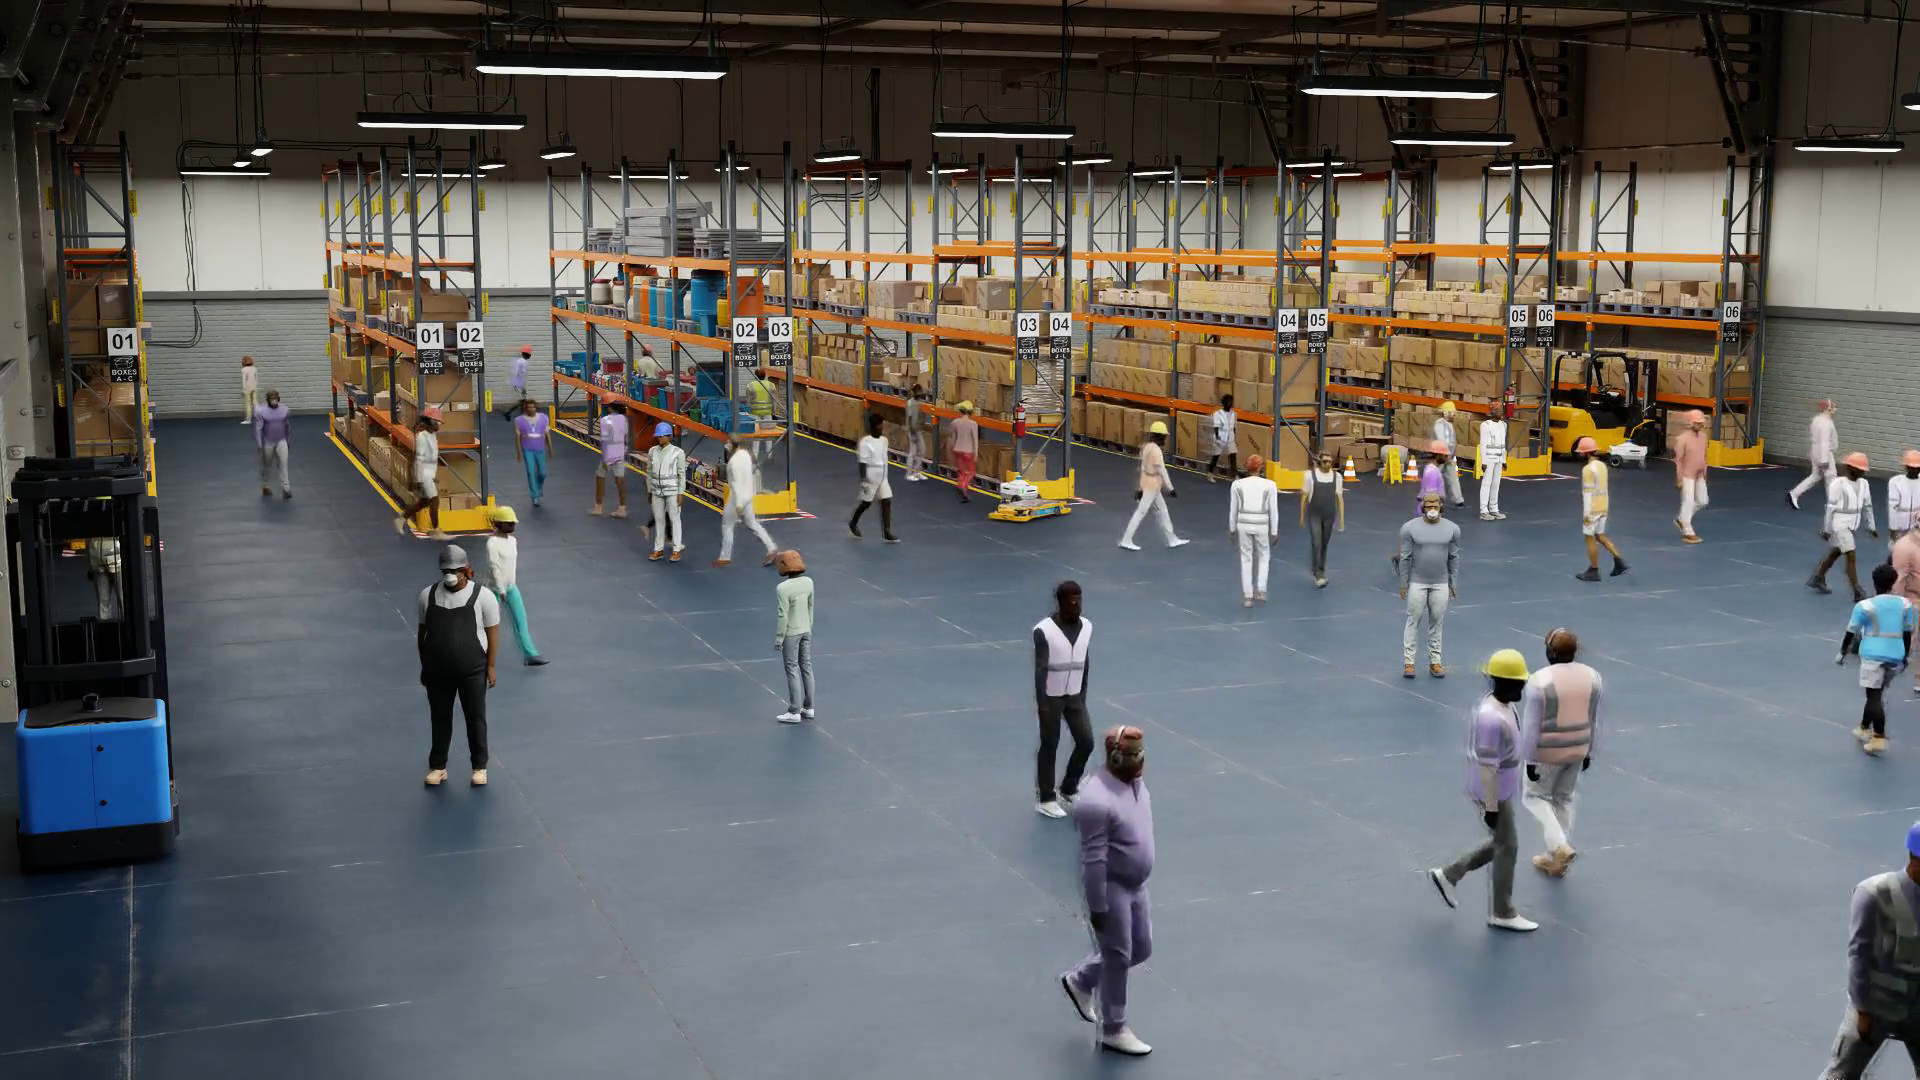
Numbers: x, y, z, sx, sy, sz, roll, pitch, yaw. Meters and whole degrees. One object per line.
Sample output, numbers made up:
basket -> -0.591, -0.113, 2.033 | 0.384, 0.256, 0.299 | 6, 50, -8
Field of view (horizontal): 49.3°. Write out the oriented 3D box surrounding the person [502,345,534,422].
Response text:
person -> -10.414, -3.660, 49.425 | 0.732, 1.900, 0.551 | -4, 9, -25

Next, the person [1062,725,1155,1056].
person -> 0.844, 1.967, 11.916 | 0.544, 1.892, 0.642 | 5, 10, 30

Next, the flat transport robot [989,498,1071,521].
flat transport robot -> 1.138, -0.497, 33.834 | 0.652, 0.197, 1.431 | 6, 11, 36

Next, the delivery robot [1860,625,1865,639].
delivery robot -> 10.013, 0.979, 22.738 | 0.477, 0.478, 0.707 | 1, 9, 10

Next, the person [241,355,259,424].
person -> -16.861, -3.569, 49.673 | 0.271, 1.636, 0.500 | 3, 9, 21

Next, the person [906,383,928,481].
person -> -0.830, -1.984, 38.445 | 0.523, 1.822, 0.559 | 5, 10, 31

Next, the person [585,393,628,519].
person -> -5.683, -1.359, 33.660 | 0.804, 2.019, 0.625 | 6, 10, 35

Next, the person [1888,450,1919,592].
person -> 11.969, -0.218, 26.473 | 0.533, 1.896, 0.970 | 2, 9, 12

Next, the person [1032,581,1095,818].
person -> 0.813, 1.261, 16.593 | 0.610, 1.902, 0.480 | -6, 11, -36

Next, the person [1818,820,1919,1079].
person -> 4.513, 2.235, 10.092 | 0.764, 1.913, 0.527 | -1, 9, -4

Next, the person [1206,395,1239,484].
person -> 4.778, -1.819, 37.927 | 0.541, 1.654, 0.882 | -4, 9, -24

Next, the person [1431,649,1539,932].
person -> 3.534, 1.647, 13.969 | 0.642, 1.905, 0.597 | 3, 9, 21

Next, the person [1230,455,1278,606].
person -> 3.648, -0.134, 25.986 | 0.605, 1.863, 0.644 | 2, 9, 13

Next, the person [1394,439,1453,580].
person -> 6.100, -0.368, 27.395 | 0.709, 1.917, 0.563 | 1, 9, 9

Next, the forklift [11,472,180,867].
forklift -> -6.630, 0.886, 15.957 | 1.129, 2.768, 1.873 | -3, 9, -21

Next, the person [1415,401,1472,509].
person -> 8.025, -1.414, 34.787 | 0.906, 1.795, 0.587 | 6, 11, 36

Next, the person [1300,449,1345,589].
person -> 4.717, -0.265, 27.059 | 0.525, 1.796, 0.951 | -1, 9, -7

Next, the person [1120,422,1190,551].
person -> 2.794, -0.778, 30.293 | 1.043, 1.867, 0.579 | 0, 9, -2

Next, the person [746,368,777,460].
person -> -3.997, -2.528, 42.024 | 0.633, 1.841, 0.429 | -3, 9, -18

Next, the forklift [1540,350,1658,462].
forklift -> 12.897, -2.725, 42.309 | 2.313, 2.155, 1.214 | -3, 9, -21

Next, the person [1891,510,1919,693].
person -> 9.577, 0.597, 21.070 | 0.649, 1.884, 0.758 | -4, 9, -25

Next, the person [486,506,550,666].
person -> -4.852, 0.496, 22.270 | 0.910, 1.722, 0.523 | 4, 9, 25

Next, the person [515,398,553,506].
person -> -7.178, -1.501, 35.250 | 0.626, 1.815, 0.622 | -3, 9, -18

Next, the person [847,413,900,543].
person -> -1.314, -0.941, 31.174 | 0.944, 1.930, 0.612 | 8, 12, 43

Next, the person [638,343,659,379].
person -> -7.223, -3.544, 48.359 | 0.635, 1.980, 0.427 | -3, 9, -21

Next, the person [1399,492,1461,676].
person -> 4.884, 0.456, 21.803 | 0.629, 1.940, 0.376 | 0, 9, 1

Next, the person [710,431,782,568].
person -> -2.939, -0.552, 28.704 | 0.981, 1.900, 0.644 | 2, 9, 13

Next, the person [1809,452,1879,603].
person -> 11.129, -0.187, 26.364 | 0.557, 1.882, 1.024 | -4, 9, -26

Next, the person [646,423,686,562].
person -> -4.123, -0.676, 29.325 | 0.607, 1.948, 0.390 | 3, 9, 21

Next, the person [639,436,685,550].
person -> -4.338, -0.694, 30.352 | 0.644, 1.672, 0.537 | 1, 9, 7

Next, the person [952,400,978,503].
person -> 0.075, -1.490, 35.408 | 0.527, 1.753, 0.420 | 5, 10, 30

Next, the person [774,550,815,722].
person -> -1.575, 0.902, 19.848 | 0.280, 1.631, 0.507 | 6, 10, 34

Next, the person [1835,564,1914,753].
person -> 8.196, 1.050, 18.697 | 0.580, 1.656, 0.690 | -1, 9, -10

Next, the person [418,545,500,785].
person -> -4.219, 1.067, 17.535 | 0.675, 2.000, 0.537 | 0, 9, 2

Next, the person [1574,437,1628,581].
person -> 8.430, -0.405, 27.663 | 0.678, 1.911, 0.566 | 7, 11, 38

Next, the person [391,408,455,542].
person -> -8.033, -0.972, 31.181 | 0.904, 1.993, 0.666 | 0, 9, 1

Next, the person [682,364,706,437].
person -> -5.947, -3.109, 46.657 | 0.547, 1.624, 0.359 | 1, 9, 8

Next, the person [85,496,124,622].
person -> -9.432, 0.291, 23.254 | 0.586, 1.835, 0.403 | 1, 9, 5

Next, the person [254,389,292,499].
person -> -11.900, -1.674, 36.238 | 0.654, 1.883, 1.039 | -6, 10, -33

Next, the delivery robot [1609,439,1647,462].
delivery robot -> 12.995, -1.718, 40.723 | 0.707, 0.478, 0.477 | 2, 9, 15

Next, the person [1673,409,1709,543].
person -> 10.858, -0.963, 31.111 | 0.640, 1.984, 0.480 | -5, 10, -33

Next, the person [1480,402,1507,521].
person -> 8.529, -1.264, 33.456 | 0.575, 1.884, 0.355 | -7, 11, -37

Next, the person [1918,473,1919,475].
person -> 13.178, -0.391, 28.616 | 0.506, 1.591, 0.883 | 3, 9, 21

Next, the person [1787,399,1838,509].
person -> 14.103, -1.386, 34.314 | 0.868, 1.882, 0.658 | 1, 9, 6

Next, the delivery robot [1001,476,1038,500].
delivery robot -> 0.977, -0.822, 34.747 | 0.477, 0.478, 0.707 | -5, 10, -32

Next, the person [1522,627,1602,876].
person -> 4.305, 1.535, 14.992 | 0.631, 1.827, 0.553 | -3, 9, -18
